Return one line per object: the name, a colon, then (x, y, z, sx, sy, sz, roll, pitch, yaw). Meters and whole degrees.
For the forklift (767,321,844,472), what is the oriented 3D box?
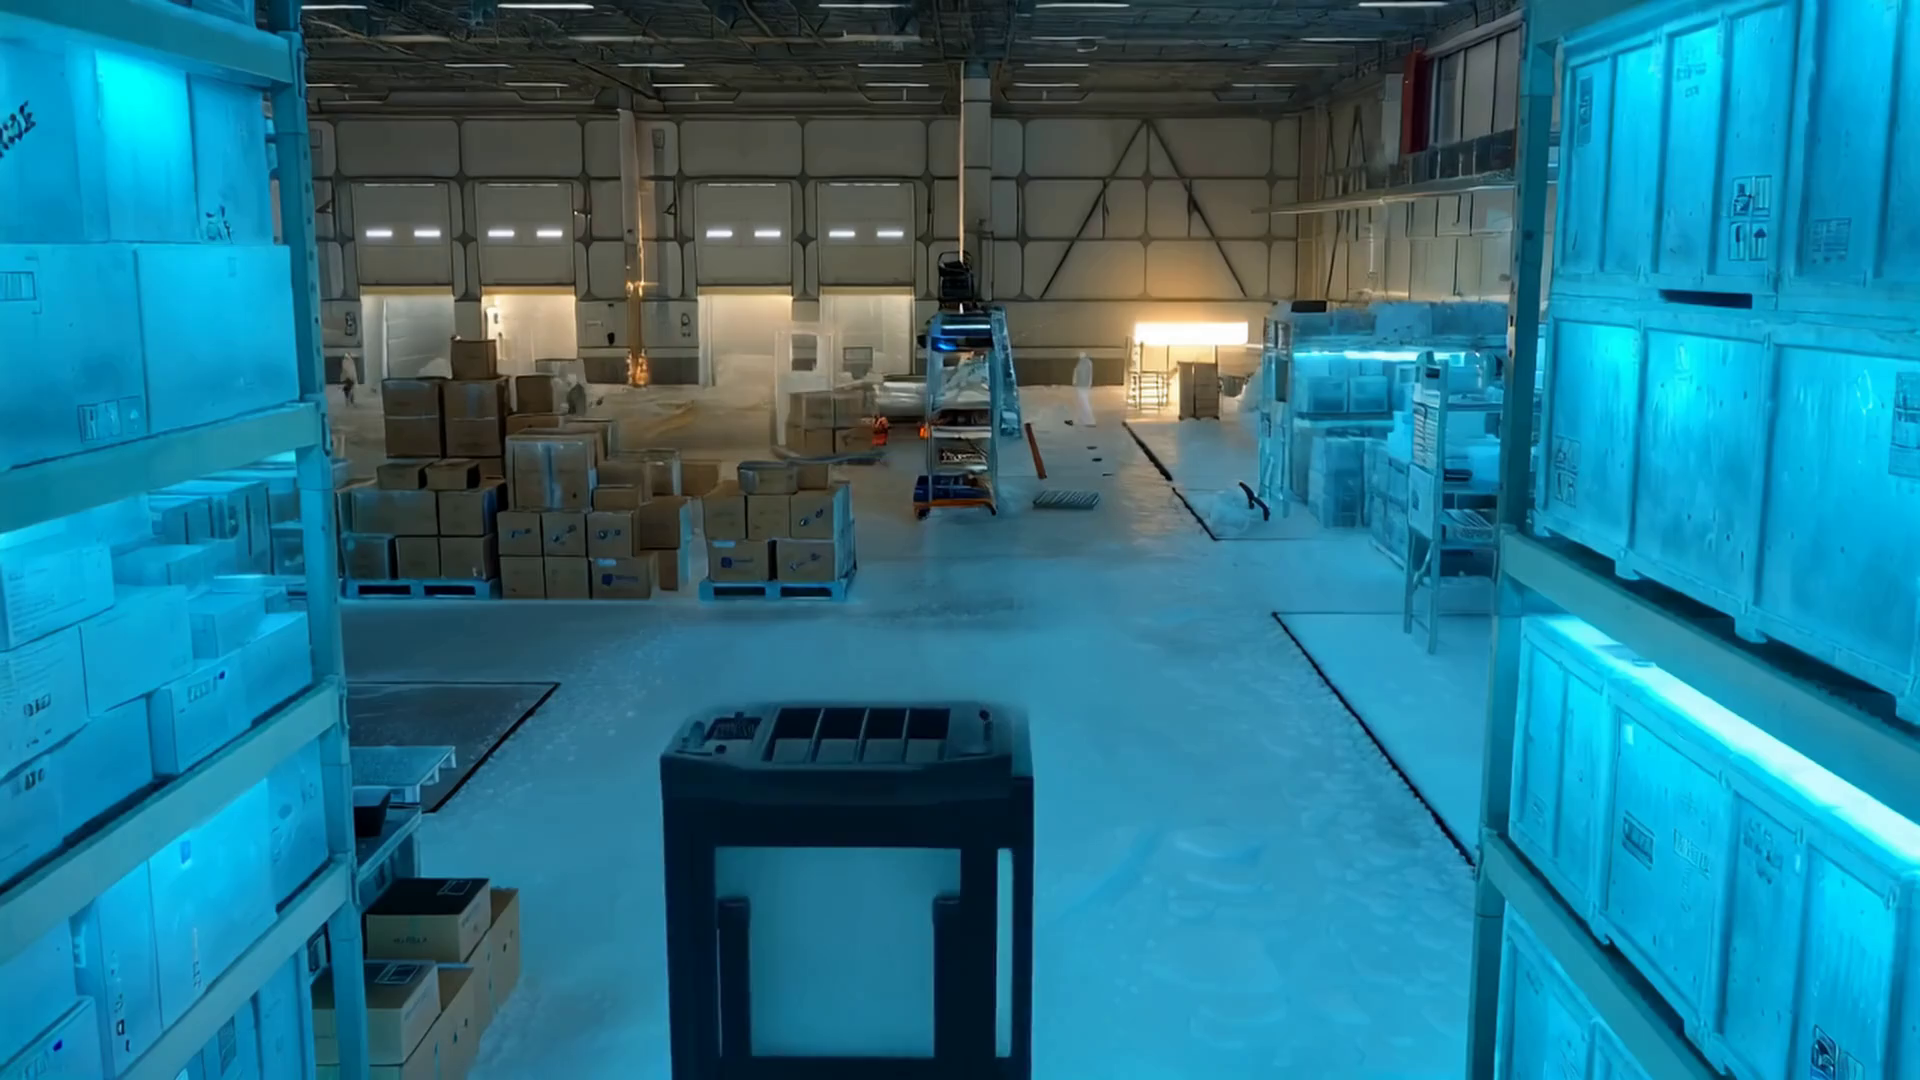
forklift: (-2.991, -2.754, 31.594, 1.129, 2.768, 1.873, -3, 10, -18)

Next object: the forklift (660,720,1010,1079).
forklift: (-0.328, 1.897, 4.755, 1.129, 2.768, 1.873, 0, 10, 1)

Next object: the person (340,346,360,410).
person: (-16.016, -4.249, 43.633, 0.392, 1.686, 0.552, 2, 10, 10)

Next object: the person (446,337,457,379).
person: (-13.135, -4.309, 43.294, 0.376, 1.934, 0.546, -8, 13, -40)

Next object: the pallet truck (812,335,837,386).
pallet truck: (-3.021, -4.312, 43.126, 1.885, 1.965, 0.823, 3, 10, 17)

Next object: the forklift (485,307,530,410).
forklift: (-10.754, -4.150, 39.646, 1.129, 2.768, 1.873, 0, 10, 1)

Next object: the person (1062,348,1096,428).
person: (2.828, -3.597, 39.315, 1.003, 1.882, 0.651, 7, 12, 34)

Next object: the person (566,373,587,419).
person: (-7.120, -2.191, 31.203, 0.968, 1.904, 0.636, 1, 10, 6)
